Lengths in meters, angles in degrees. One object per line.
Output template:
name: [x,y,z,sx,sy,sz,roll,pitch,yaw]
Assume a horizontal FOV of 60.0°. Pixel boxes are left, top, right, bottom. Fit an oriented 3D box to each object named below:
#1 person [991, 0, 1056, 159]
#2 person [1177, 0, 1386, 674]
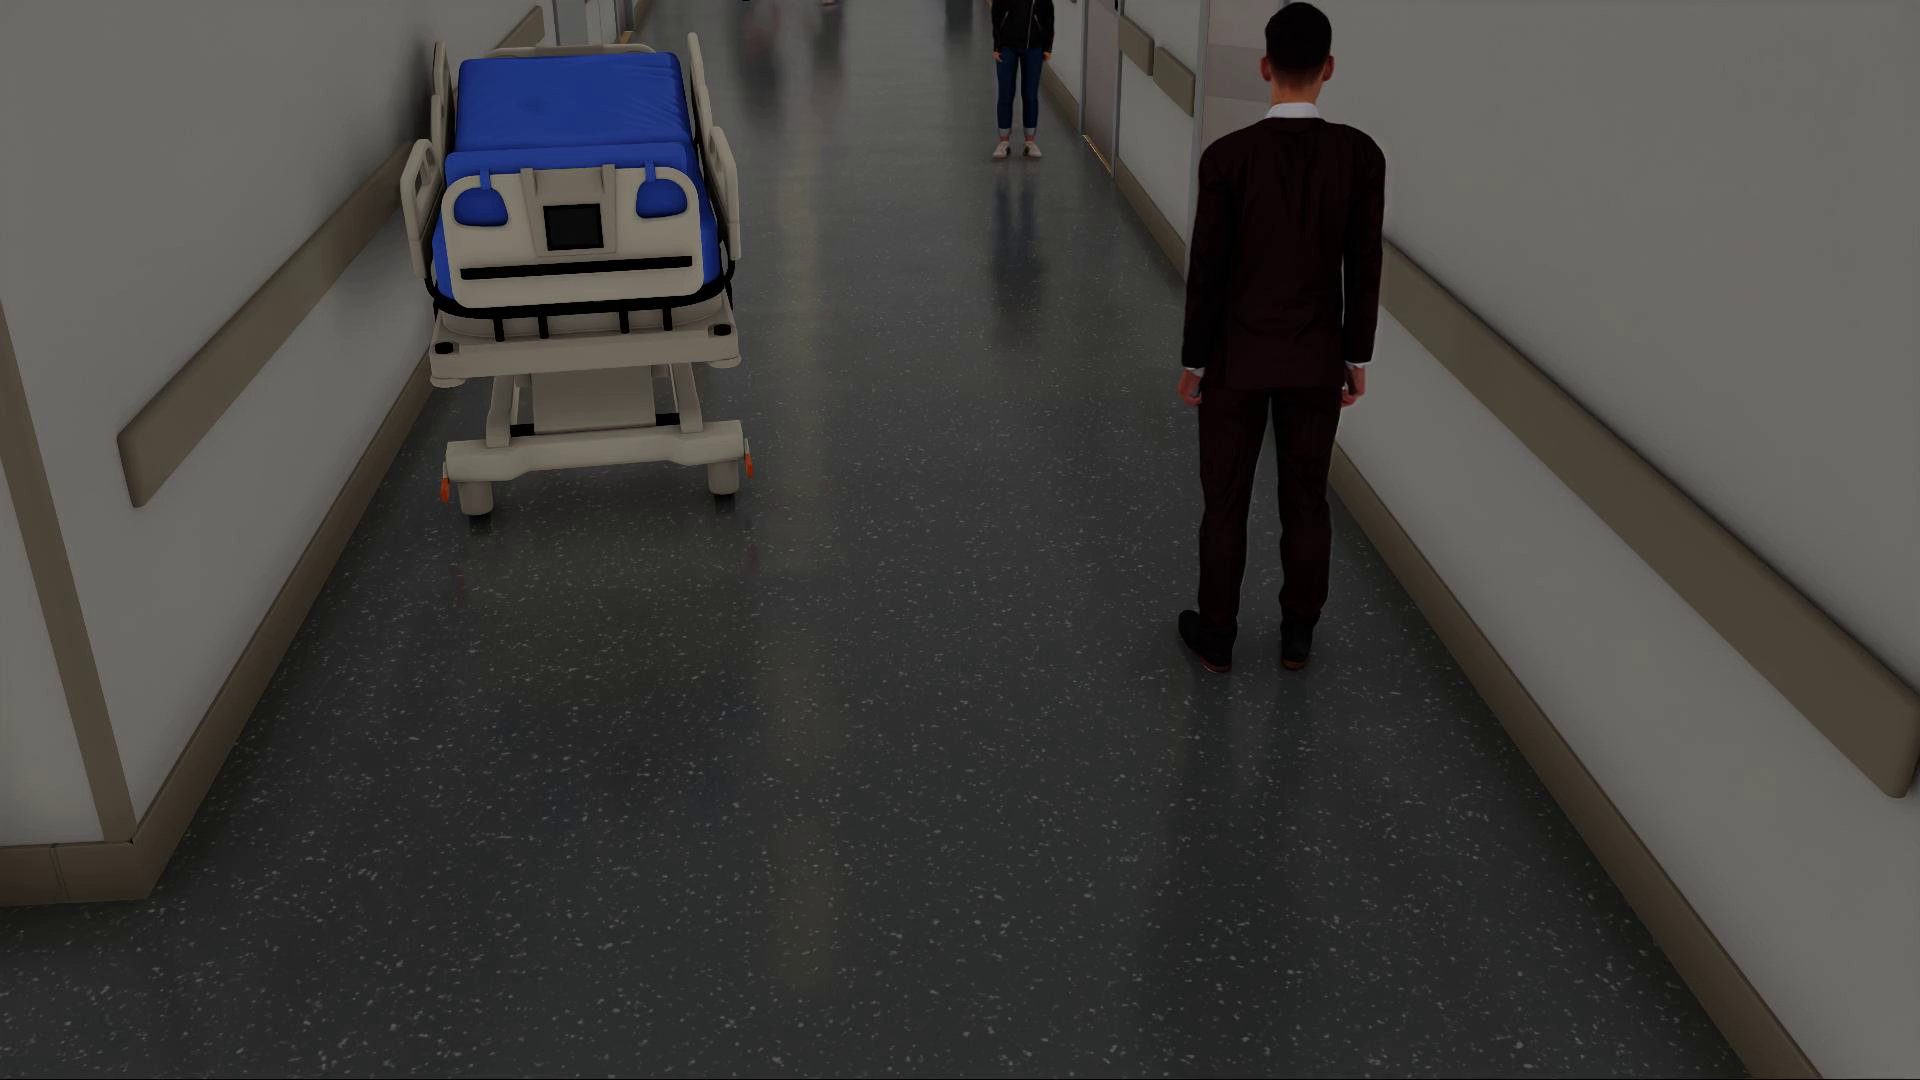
person: [0.380,-3.149,10.492,0.452,1.478,0.617,-1,26,-1]
person: [0.862,-0.504,4.561,0.504,1.864,0.744,-1,26,-3]
